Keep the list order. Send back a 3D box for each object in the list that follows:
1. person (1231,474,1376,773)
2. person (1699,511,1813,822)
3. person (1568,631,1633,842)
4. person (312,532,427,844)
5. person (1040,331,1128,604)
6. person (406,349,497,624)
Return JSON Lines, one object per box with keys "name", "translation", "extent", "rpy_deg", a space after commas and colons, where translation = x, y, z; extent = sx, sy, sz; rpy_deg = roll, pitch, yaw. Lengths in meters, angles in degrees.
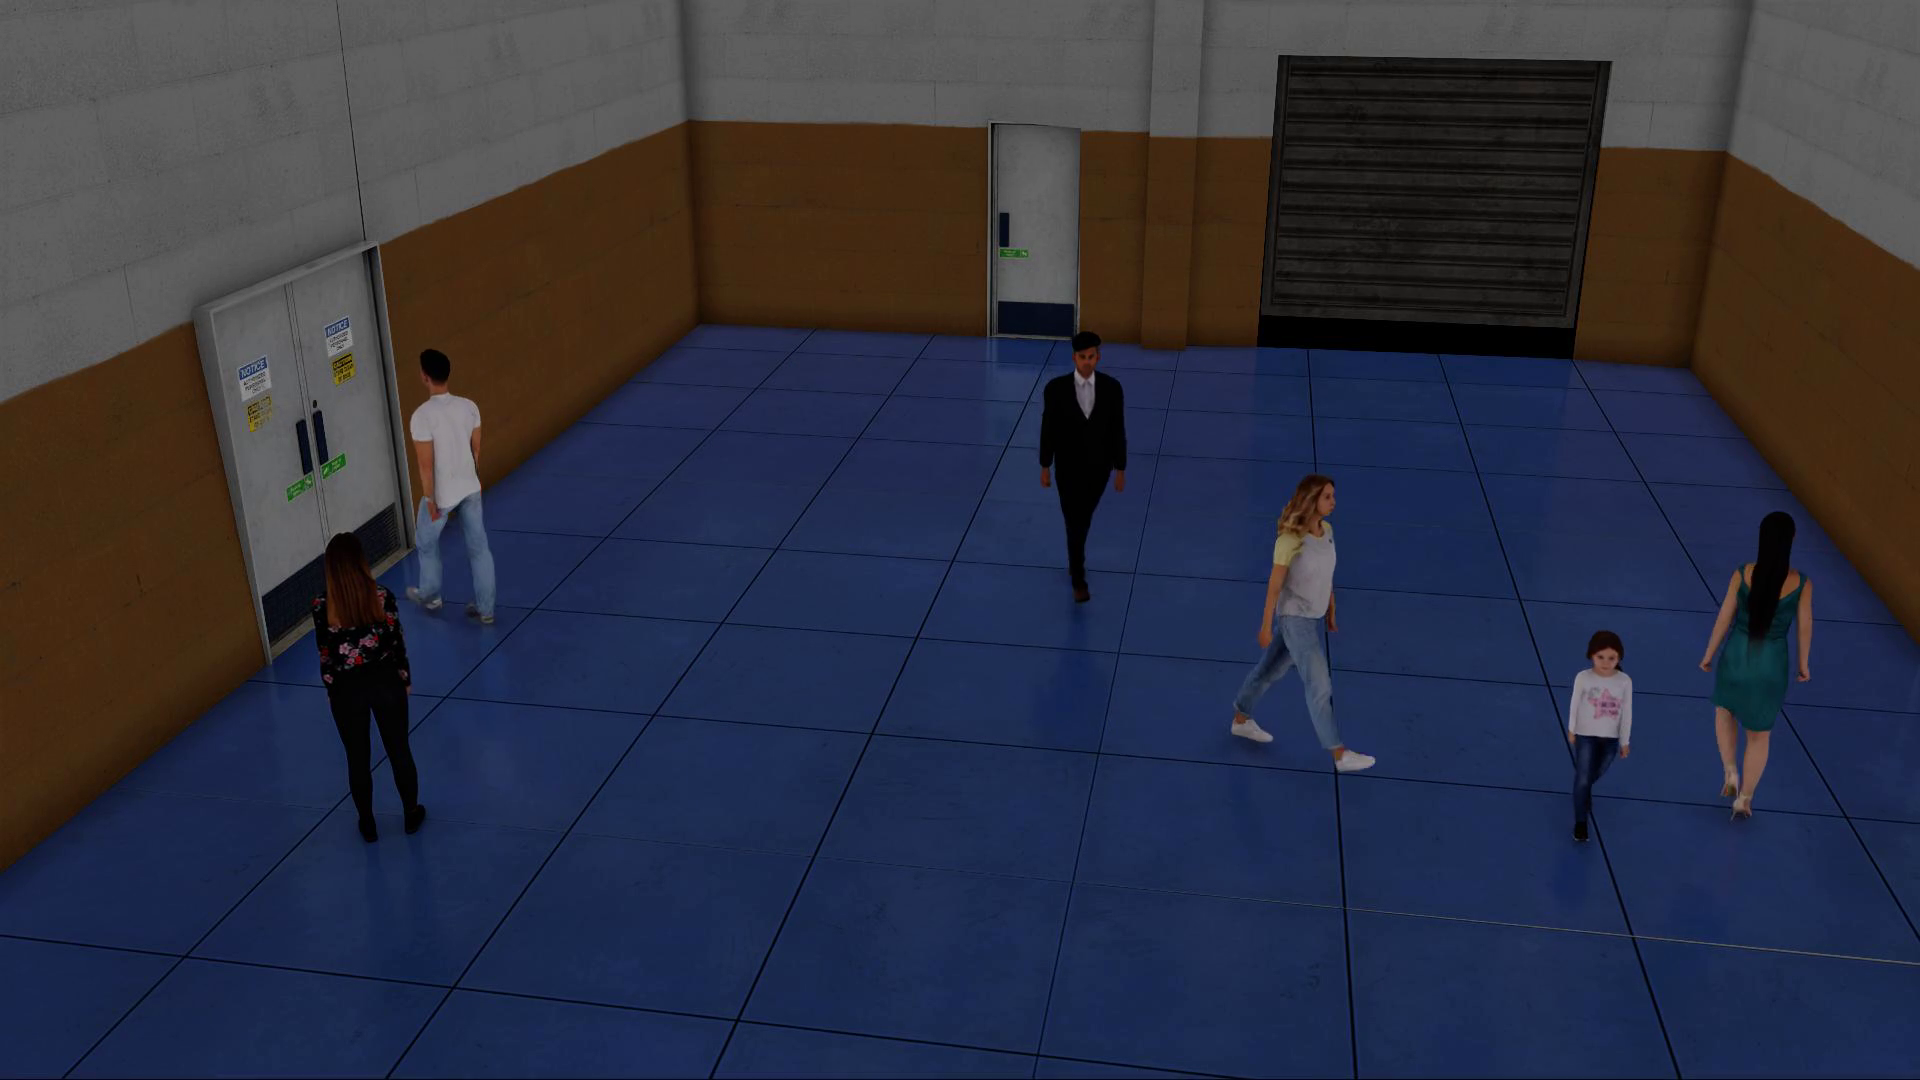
{"name": "person", "translation": [1.789, 0.444, 9.194], "extent": [1.232, 1.664, 0.994], "rpy_deg": [17, 27, 35]}
{"name": "person", "translation": [4.085, 0.689, 8.594], "extent": [0.667, 1.674, 0.815], "rpy_deg": [13, 25, 29]}
{"name": "person", "translation": [3.324, 0.972, 8.669], "extent": [0.704, 1.092, 0.495], "rpy_deg": [4, 22, 9]}
{"name": "person", "translation": [-3.006, 0.746, 8.439], "extent": [0.596, 1.682, 0.709], "rpy_deg": [-7, 23, -17]}
{"name": "person", "translation": [0.842, -0.531, 11.420], "extent": [1.181, 1.830, 0.973], "rpy_deg": [-1, 22, -3]}
{"name": "person", "translation": [-3.269, -0.306, 10.851], "extent": [1.100, 1.837, 0.974], "rpy_deg": [19, 29, 39]}
